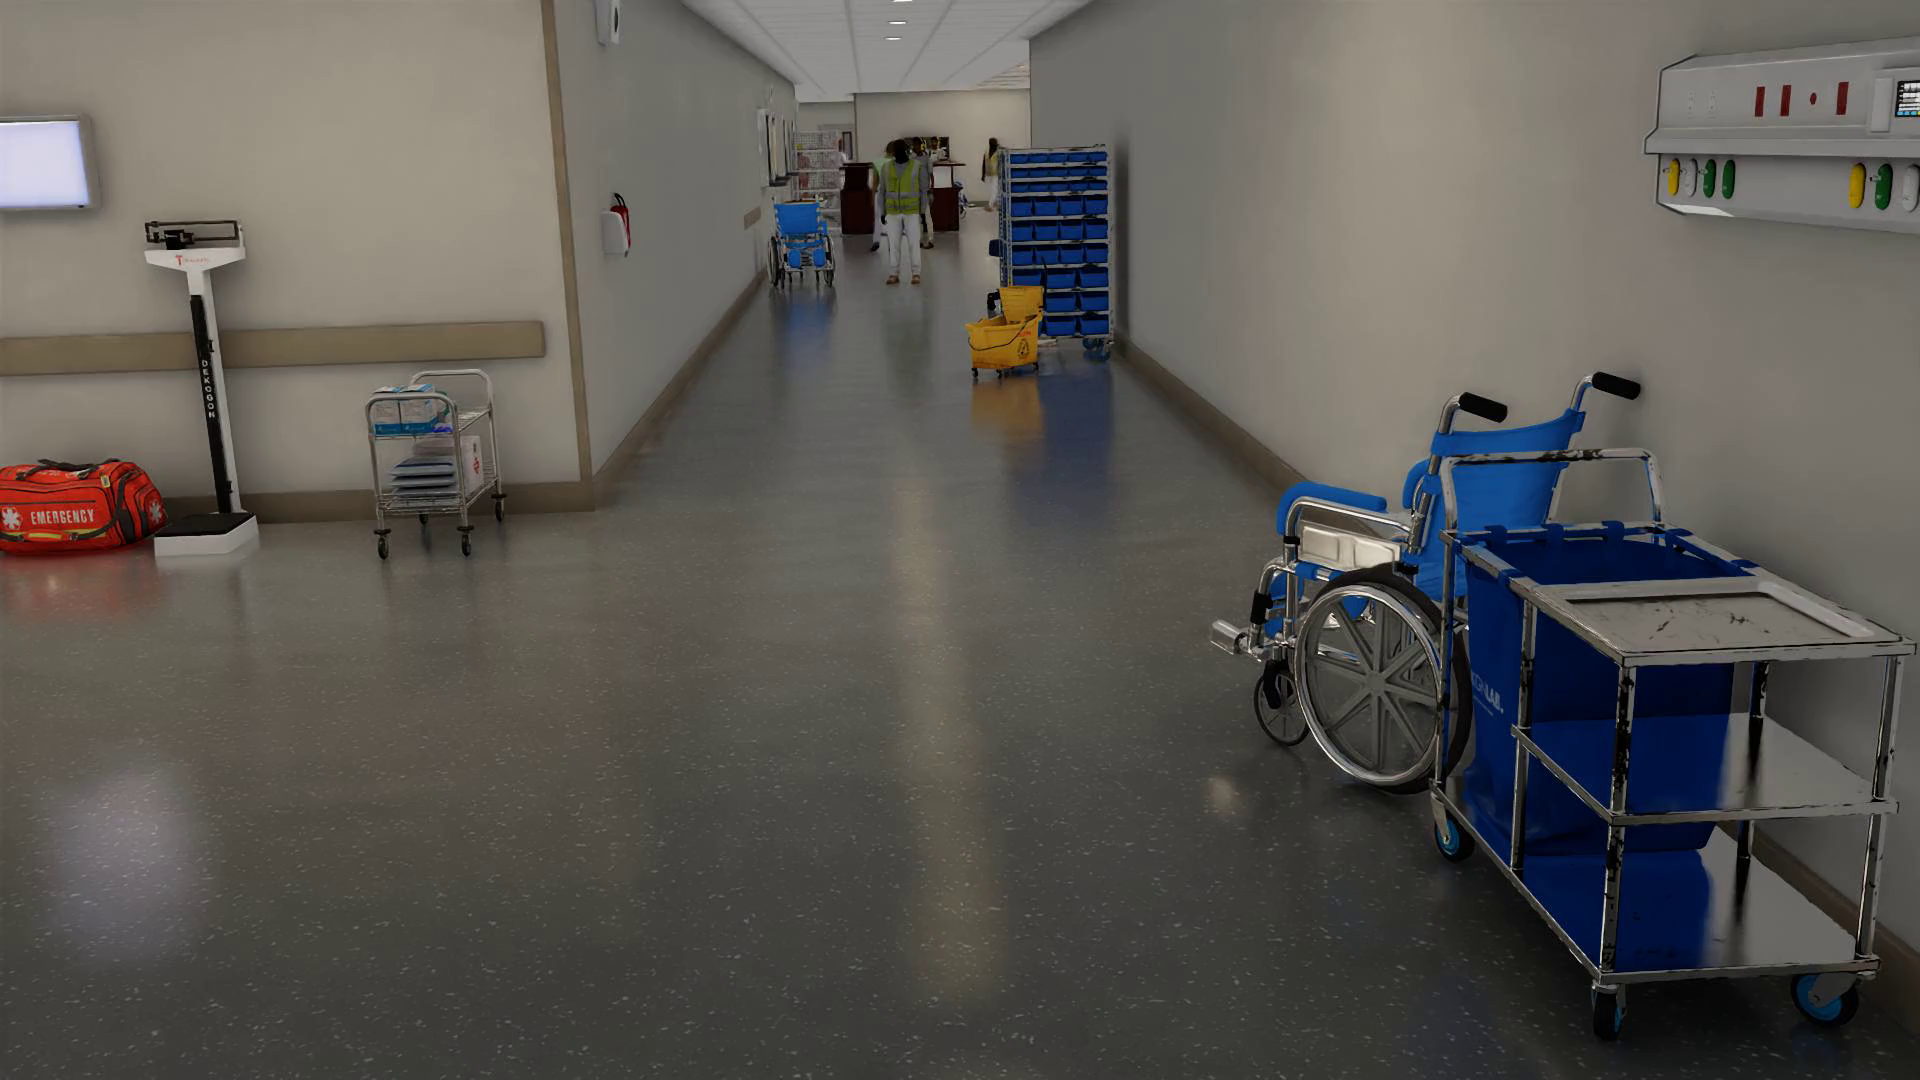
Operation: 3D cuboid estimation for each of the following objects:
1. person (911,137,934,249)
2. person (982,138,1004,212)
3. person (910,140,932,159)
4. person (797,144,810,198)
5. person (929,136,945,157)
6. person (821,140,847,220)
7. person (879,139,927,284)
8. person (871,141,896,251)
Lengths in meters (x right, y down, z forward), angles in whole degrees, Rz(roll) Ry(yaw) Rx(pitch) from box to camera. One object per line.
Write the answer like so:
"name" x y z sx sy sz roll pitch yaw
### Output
"person" -0.649 -5.832 27.990 0.528 1.869 0.313 11 18 41
"person" 0.842 -9.052 41.220 0.652 1.797 0.942 9 17 37
"person" -0.888 -8.628 39.613 0.598 1.824 0.403 -3 14 -6
"person" -4.161 -9.425 43.403 0.524 1.760 0.327 2 14 14
"person" -0.599 -9.024 41.116 0.521 1.864 0.335 -2 14 -3
"person" -2.876 -8.312 38.511 0.948 1.838 0.578 1 14 10
"person" -0.737 -4.235 21.494 0.633 1.842 0.429 1 14 11
"person" -1.167 -5.714 27.692 0.632 1.807 0.445 -2 14 -2
